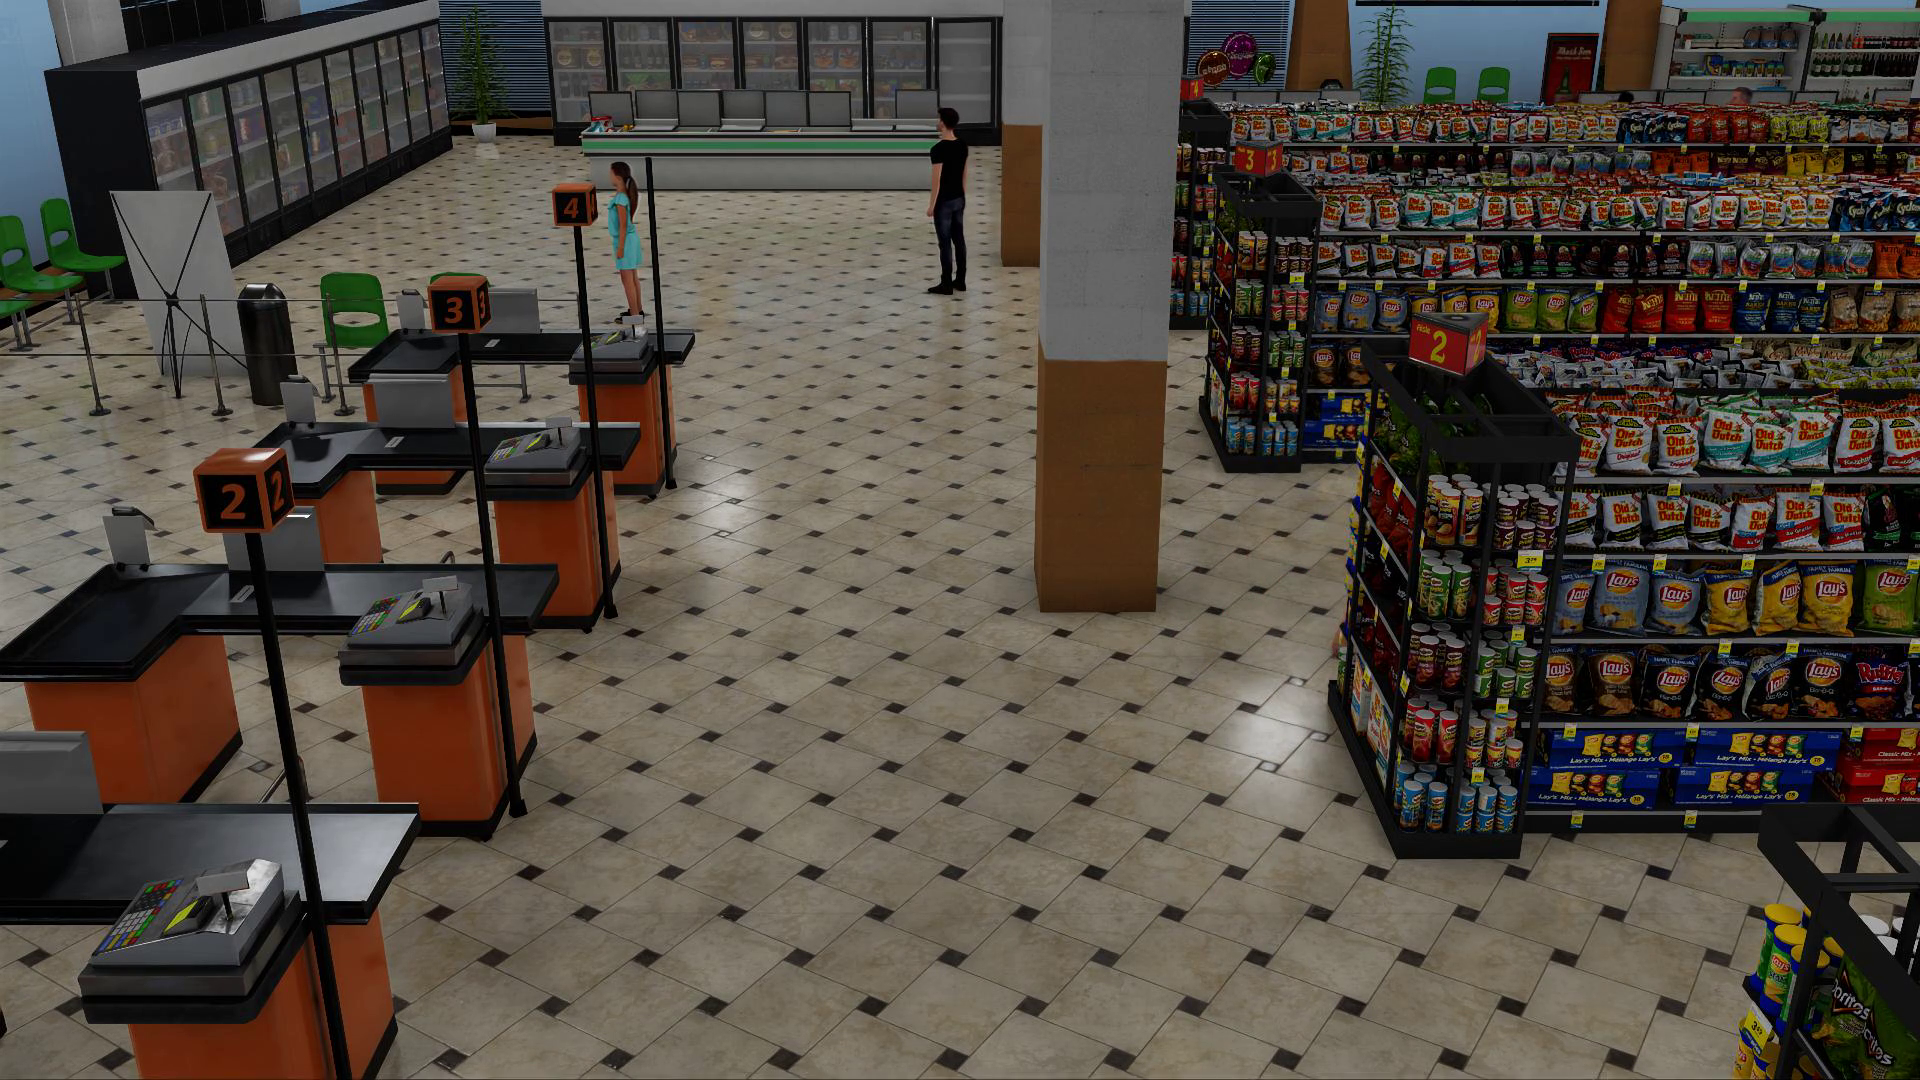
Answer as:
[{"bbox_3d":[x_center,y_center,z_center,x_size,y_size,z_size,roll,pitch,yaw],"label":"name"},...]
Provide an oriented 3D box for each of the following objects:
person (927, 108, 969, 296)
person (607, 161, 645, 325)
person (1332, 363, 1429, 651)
[{"bbox_3d":[-0.107,-3.508,17.226,0.806,1.896,0.751,20,29,40],"label":"person"},{"bbox_3d":[-3.244,-2.887,16.136,0.533,1.558,0.556,2,22,4],"label":"person"},{"bbox_3d":[2.342,-0.145,9.185,1.227,1.652,0.936,-10,24,-23],"label":"person"}]
